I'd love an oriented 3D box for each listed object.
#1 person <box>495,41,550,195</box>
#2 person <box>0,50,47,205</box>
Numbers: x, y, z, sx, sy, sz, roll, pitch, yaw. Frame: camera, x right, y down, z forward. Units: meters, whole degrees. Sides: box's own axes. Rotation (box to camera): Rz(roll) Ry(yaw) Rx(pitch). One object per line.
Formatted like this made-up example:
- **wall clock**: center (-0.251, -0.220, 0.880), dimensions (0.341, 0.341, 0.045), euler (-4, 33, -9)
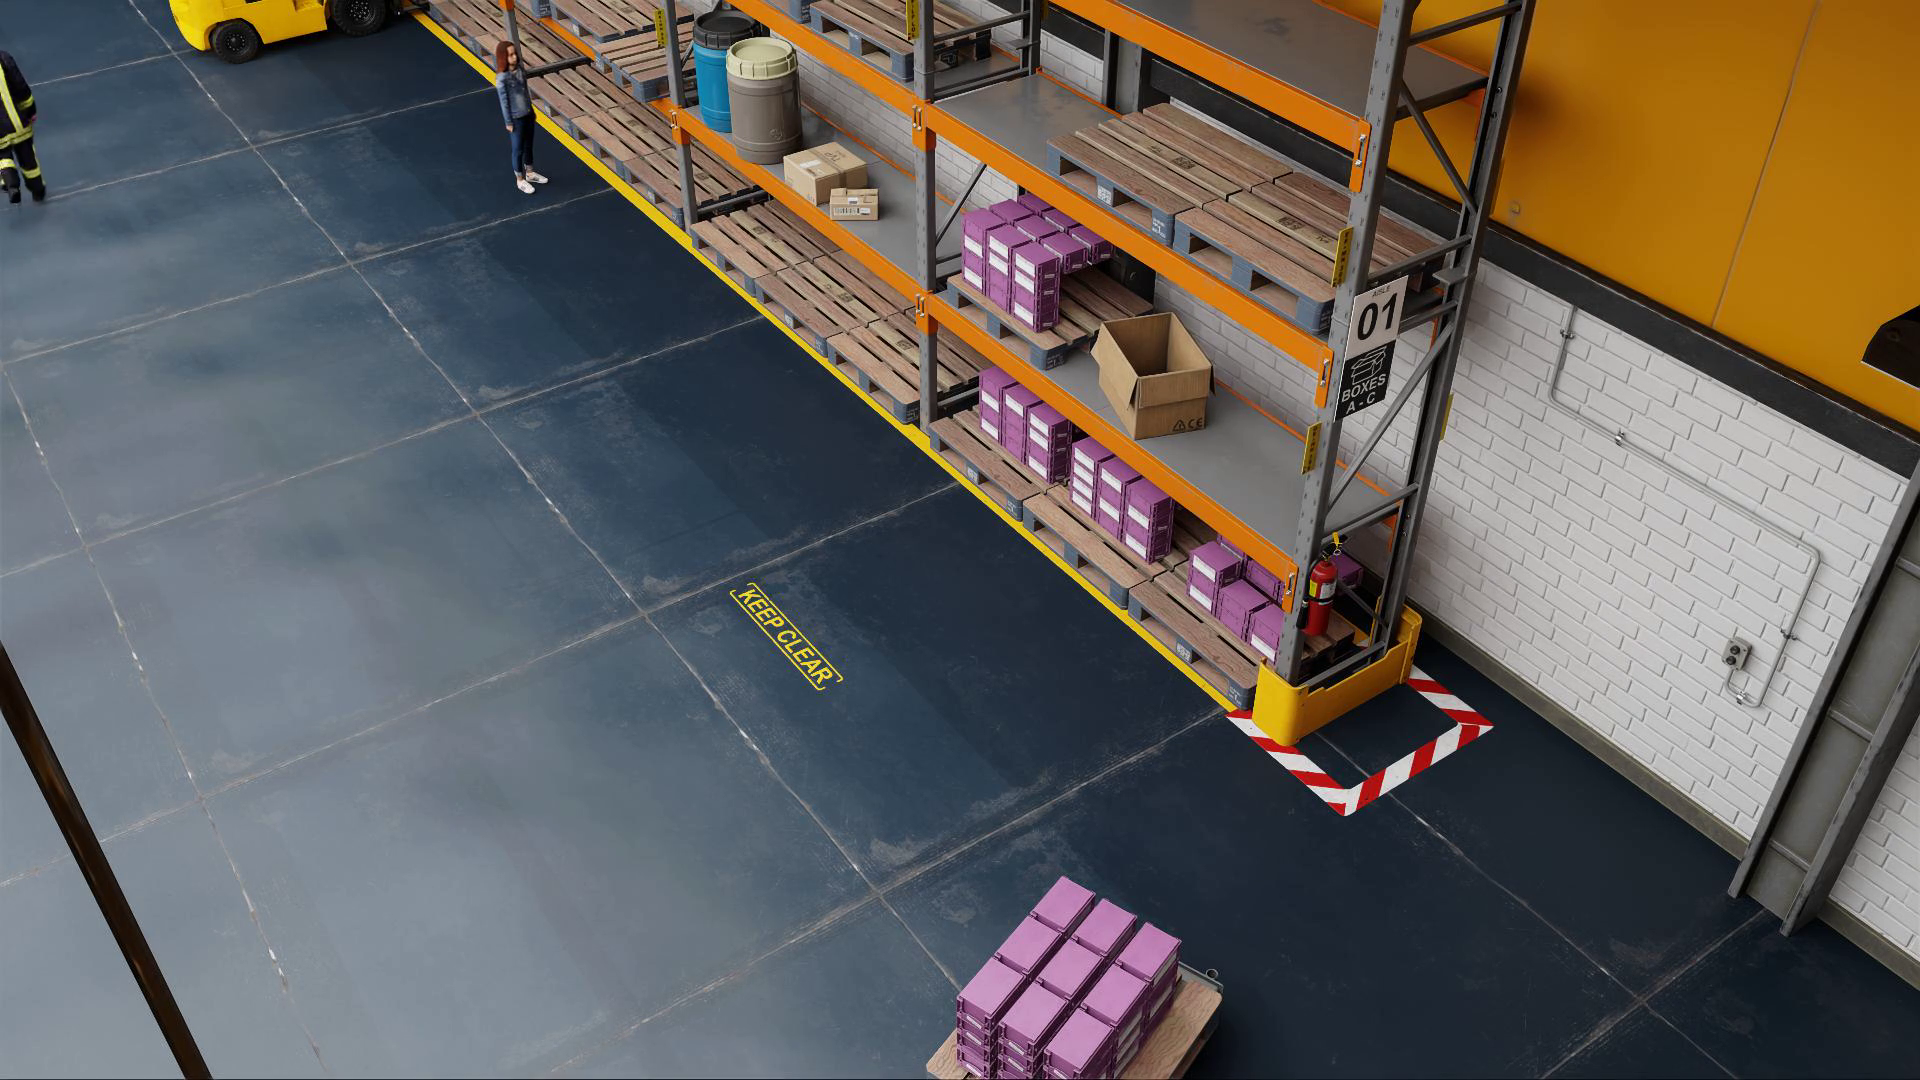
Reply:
- **person**: center (-4.286, -4.125, 16.157), dimensions (0.659, 1.476, 0.647), euler (15, 41, 18)
- **person**: center (-9.085, -4.012, 15.712), dimensions (0.852, 1.855, 0.864), euler (-15, 41, -18)
